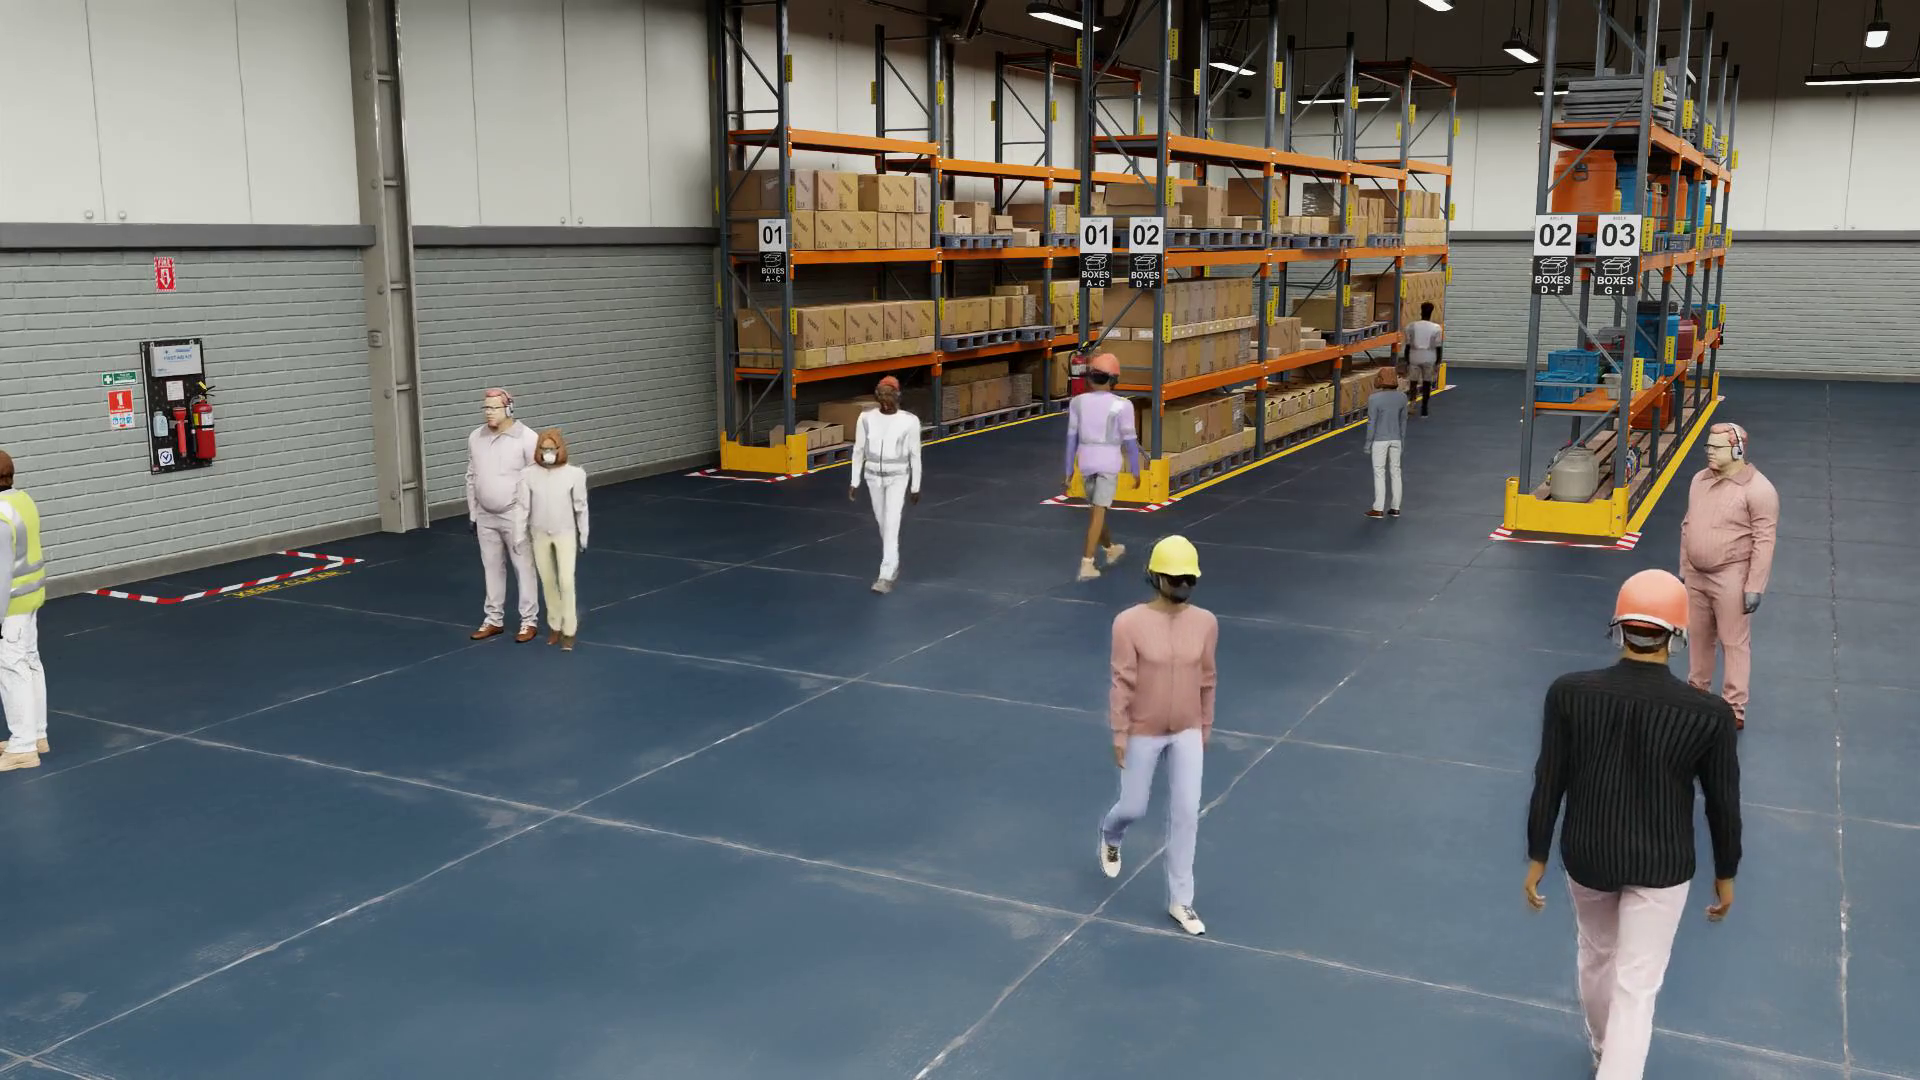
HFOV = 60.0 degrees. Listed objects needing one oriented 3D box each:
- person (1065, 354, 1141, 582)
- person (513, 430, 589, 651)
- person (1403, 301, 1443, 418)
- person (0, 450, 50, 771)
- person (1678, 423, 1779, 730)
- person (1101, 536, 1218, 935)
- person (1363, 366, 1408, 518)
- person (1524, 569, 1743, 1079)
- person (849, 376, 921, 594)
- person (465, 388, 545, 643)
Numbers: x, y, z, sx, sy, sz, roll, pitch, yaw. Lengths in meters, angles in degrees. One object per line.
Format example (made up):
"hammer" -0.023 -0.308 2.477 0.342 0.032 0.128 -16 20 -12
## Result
"person" 1.295 -0.662 14.857 0.632 1.980 1.062 7 12 32
"person" -3.005 0.014 12.181 0.514 1.610 0.684 0 10 0
"person" 7.689 -2.989 27.633 0.627 1.945 0.470 4 11 21
"person" -5.469 0.389 9.511 0.429 1.842 0.633 -3 11 -16
"person" 4.643 0.230 10.201 0.401 1.906 0.649 -4 11 -20
"person" 0.877 0.816 7.425 0.525 1.747 0.697 -3 11 -15
"person" 4.583 -1.051 17.930 0.501 1.633 0.281 -4 11 -20
"person" 2.283 1.054 5.618 0.651 1.933 1.040 7 13 35
"person" -0.632 -0.497 14.372 0.576 1.836 0.989 3 11 17
"person" -3.412 -0.182 12.443 0.642 1.910 0.401 3 11 18
